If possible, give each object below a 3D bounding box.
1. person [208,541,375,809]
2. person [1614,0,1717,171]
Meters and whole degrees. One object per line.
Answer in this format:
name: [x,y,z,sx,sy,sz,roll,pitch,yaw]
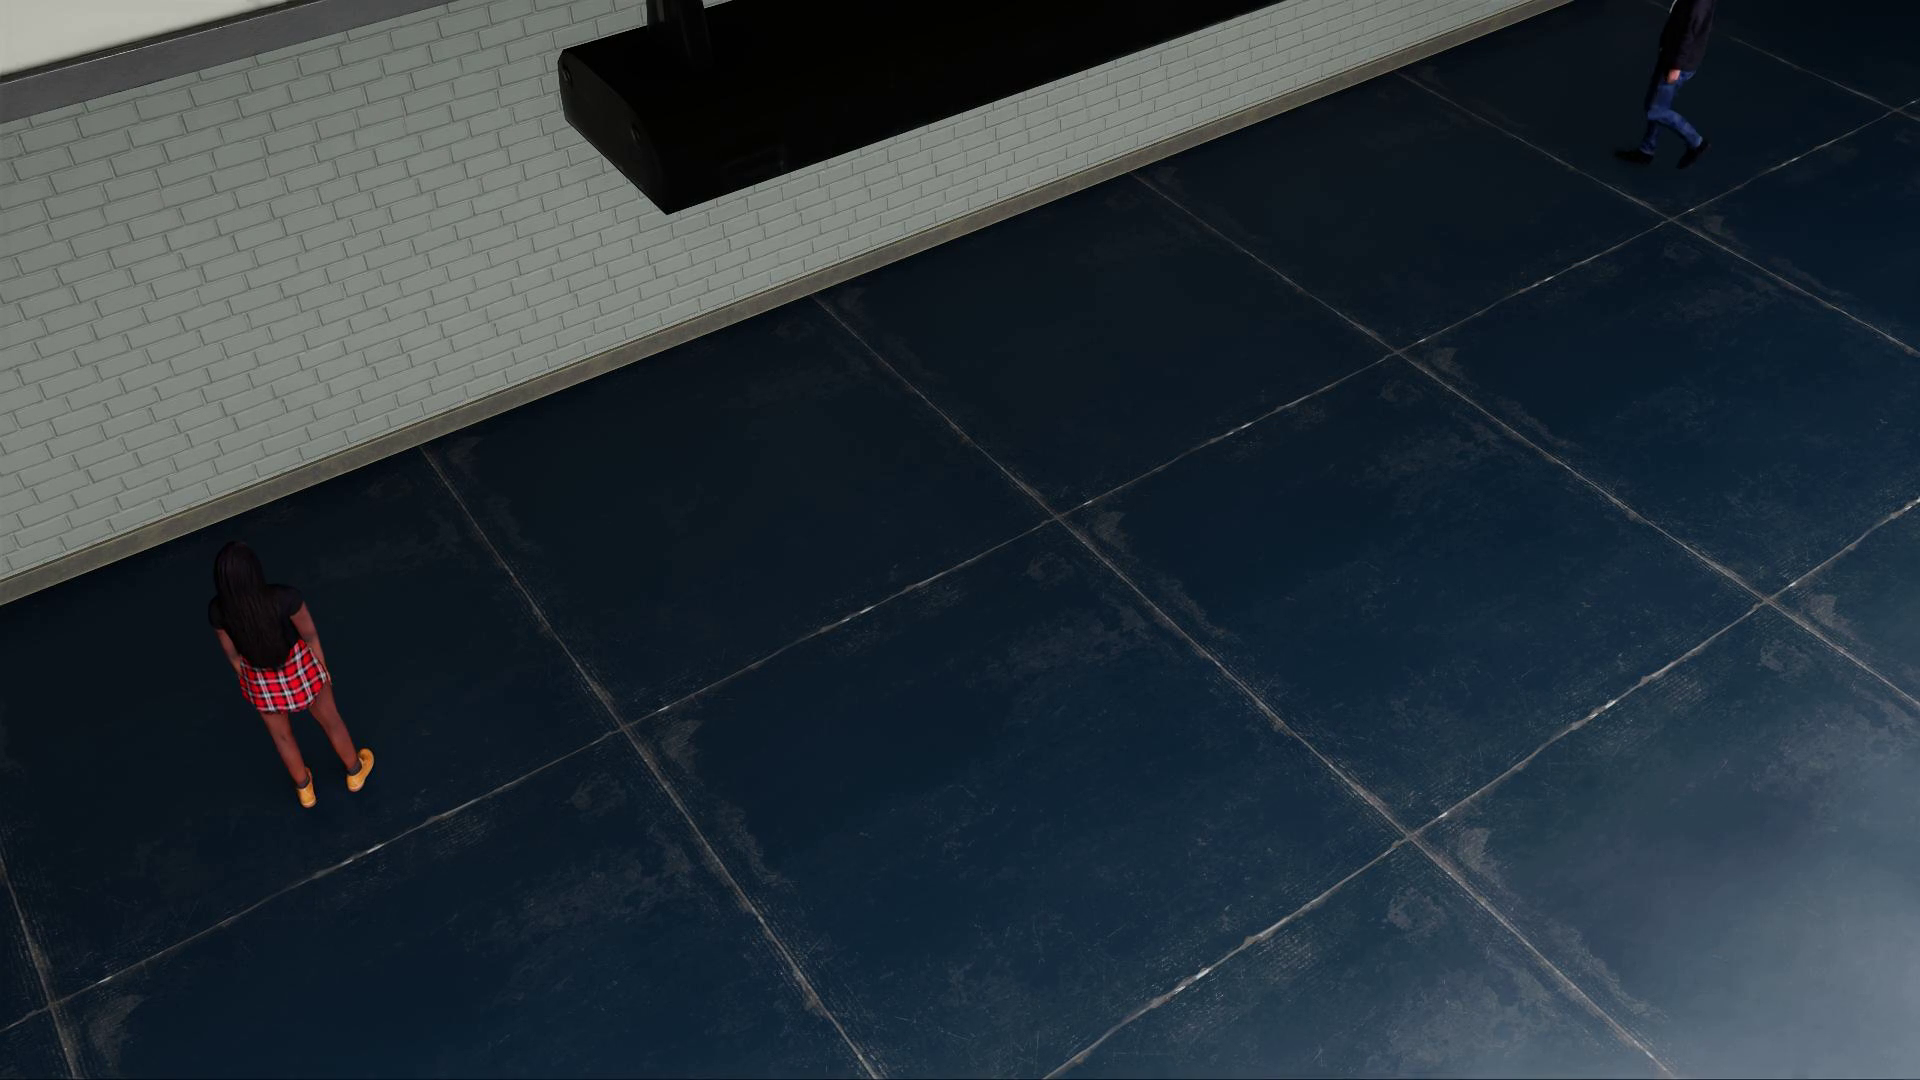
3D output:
person: [-3.355,0.672,8.255,0.692,1.727,0.694,-11,44,-12]
person: [5.623,-3.677,12.808,1.054,1.871,0.959,14,45,14]
